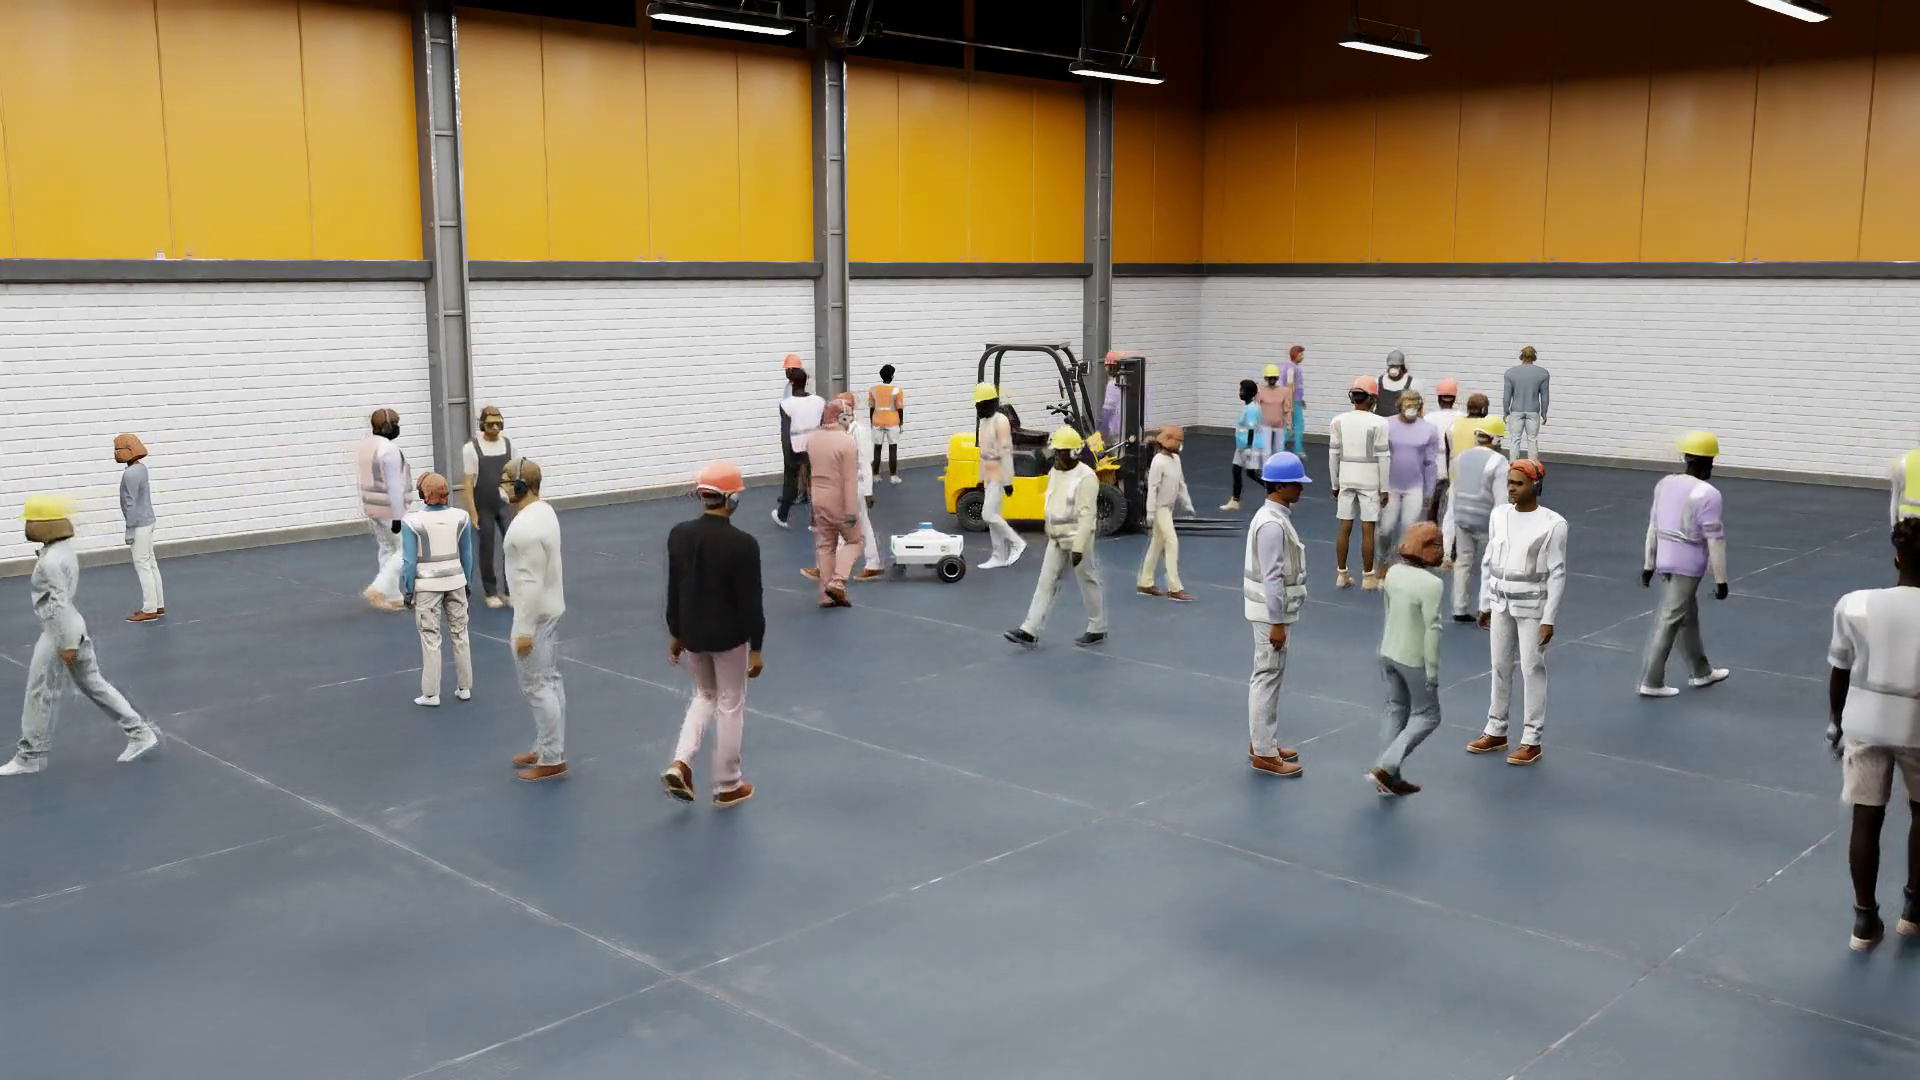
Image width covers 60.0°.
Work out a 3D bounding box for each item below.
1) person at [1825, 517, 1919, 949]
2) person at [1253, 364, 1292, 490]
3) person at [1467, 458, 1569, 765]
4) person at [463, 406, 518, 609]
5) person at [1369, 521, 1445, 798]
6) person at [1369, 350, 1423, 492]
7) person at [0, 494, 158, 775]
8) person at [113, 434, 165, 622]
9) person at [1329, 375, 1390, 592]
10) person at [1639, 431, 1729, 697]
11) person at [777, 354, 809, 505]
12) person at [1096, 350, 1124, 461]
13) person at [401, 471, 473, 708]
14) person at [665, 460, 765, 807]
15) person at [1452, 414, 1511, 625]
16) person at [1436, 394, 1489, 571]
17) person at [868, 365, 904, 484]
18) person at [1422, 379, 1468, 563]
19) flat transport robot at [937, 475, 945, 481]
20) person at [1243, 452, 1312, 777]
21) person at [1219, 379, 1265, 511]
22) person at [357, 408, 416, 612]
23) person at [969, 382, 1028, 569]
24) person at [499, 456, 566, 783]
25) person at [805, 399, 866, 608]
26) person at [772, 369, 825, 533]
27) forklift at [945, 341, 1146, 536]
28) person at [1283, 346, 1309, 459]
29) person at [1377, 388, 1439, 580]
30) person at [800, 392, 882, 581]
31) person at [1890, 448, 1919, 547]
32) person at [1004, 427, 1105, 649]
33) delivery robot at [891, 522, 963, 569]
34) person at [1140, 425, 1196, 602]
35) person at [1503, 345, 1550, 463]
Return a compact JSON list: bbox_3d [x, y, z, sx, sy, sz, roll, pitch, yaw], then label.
[{"bbox_3d":[4.235,0.848,7.501,0.612,1.941,0.665,7,11,35],"label":"person"},{"bbox_3d":[4.294,-1.575,22.998,0.529,1.742,0.706,-1,9,-7],"label":"person"},{"bbox_3d":[3.439,0.434,10.248,0.355,1.882,0.575,-6,11,-33],"label":"person"},{"bbox_3d":[-4.095,-0.269,14.716,0.514,1.822,0.670,-6,11,-32],"label":"person"},{"bbox_3d":[2.539,0.695,9.447,0.385,1.615,0.535,-4,10,-21],"label":"person"},{"bbox_3d":[5.660,-1.505,21.653,0.689,2.000,1.032,3,10,19],"label":"person"},{"bbox_3d":[-5.388,0.557,10.050,0.894,1.705,0.490,-3,10,-17],"label":"person"},{"bbox_3d":[-7.099,-0.108,14.365,0.280,1.624,0.494,-3,10,-16],"label":"person"},{"bbox_3d":[3.782,-0.532,15.696,0.605,2.039,0.386,8,12,40],"label":"person"},{"bbox_3d":[5.236,0.177,11.771,0.902,1.890,0.620,-2,10,-13],"label":"person"},{"bbox_3d":[-2.147,-1.423,21.457,0.357,1.940,0.545,-6,11,-33],"label":"person"},{"bbox_3d":[1.937,-1.402,21.114,0.777,2.004,0.596,4,10,24],"label":"person"},{"bbox_3d":[-3.618,0.342,11.551,0.514,1.641,0.308,-9,13,-43],"label":"person"},{"bbox_3d":[-1.370,0.545,9.263,0.642,1.982,0.514,5,11,28],"label":"person"},{"bbox_3d":[4.443,-0.161,14.127,0.517,1.810,0.629,-6,11,-34],"label":"person"},{"bbox_3d":[5.193,-0.581,16.790,0.971,1.780,0.648,-7,12,-36],"label":"person"},{"bbox_3d":[-1.035,-1.626,23.472,0.535,1.691,0.319,3,10,16],"label":"person"},{"bbox_3d":[5.079,-0.738,17.413,0.567,1.881,1.009,1,9,7],"label":"person"},{"bbox_3d":[0.373,-0.978,23.835,0.652,0.197,1.431,7,12,38],"label":"flat transport robot"},{"bbox_3d":[1.902,0.436,10.033,0.386,1.948,0.601,1,9,9],"label":"person"},{"bbox_3d":[3.662,-1.179,20.770,0.739,1.669,0.534,0,9,-2],"label":"person"},{"bbox_3d":[-5.036,-0.251,14.613,0.461,1.825,0.637,-9,13,-44],"label":"person"},{"bbox_3d":[0.342,-0.641,16.762,0.496,1.902,0.624,-3,10,-17],"label":"person"},{"bbox_3d":[-2.528,0.467,9.877,0.355,1.936,0.635,-1,9,-6],"label":"person"},{"bbox_3d":[-1.086,-0.320,14.876,0.640,1.887,0.437,8,12,41],"label":"person"},{"bbox_3d":[-1.871,-1.047,19.357,0.604,1.876,0.945,-5,11,-28],"label":"person"},{"bbox_3d":[0.977,-1.223,19.452,2.313,2.155,1.214,2,9,11],"label":"forklift"},{"bbox_3d":[5.325,-2.193,26.618,0.548,1.815,0.661,2,10,14],"label":"person"},{"bbox_3d":[4.161,-0.482,15.701,0.661,1.929,0.511,1,9,6],"label":"person"},{"bbox_3d":[-1.165,-0.494,16.049,0.932,1.845,0.592,-3,10,-19],"label":"person"},{"bbox_3d":[7.898,-0.083,13.600,0.647,1.822,0.638,-5,11,-29],"label":"person"},{"bbox_3d":[0.804,-0.002,13.201,0.912,1.781,0.623,-6,11,-32],"label":"person"},{"bbox_3d":[-0.324,0.072,16.240,0.707,0.478,0.477,0,9,-2],"label":"delivery robot"},{"bbox_3d":[1.962,-0.248,15.270,0.706,1.604,0.501,4,10,25],"label":"person"},{"bbox_3d":[8.129,-1.824,23.918,0.635,1.938,0.359,3,10,16],"label":"person"}]
